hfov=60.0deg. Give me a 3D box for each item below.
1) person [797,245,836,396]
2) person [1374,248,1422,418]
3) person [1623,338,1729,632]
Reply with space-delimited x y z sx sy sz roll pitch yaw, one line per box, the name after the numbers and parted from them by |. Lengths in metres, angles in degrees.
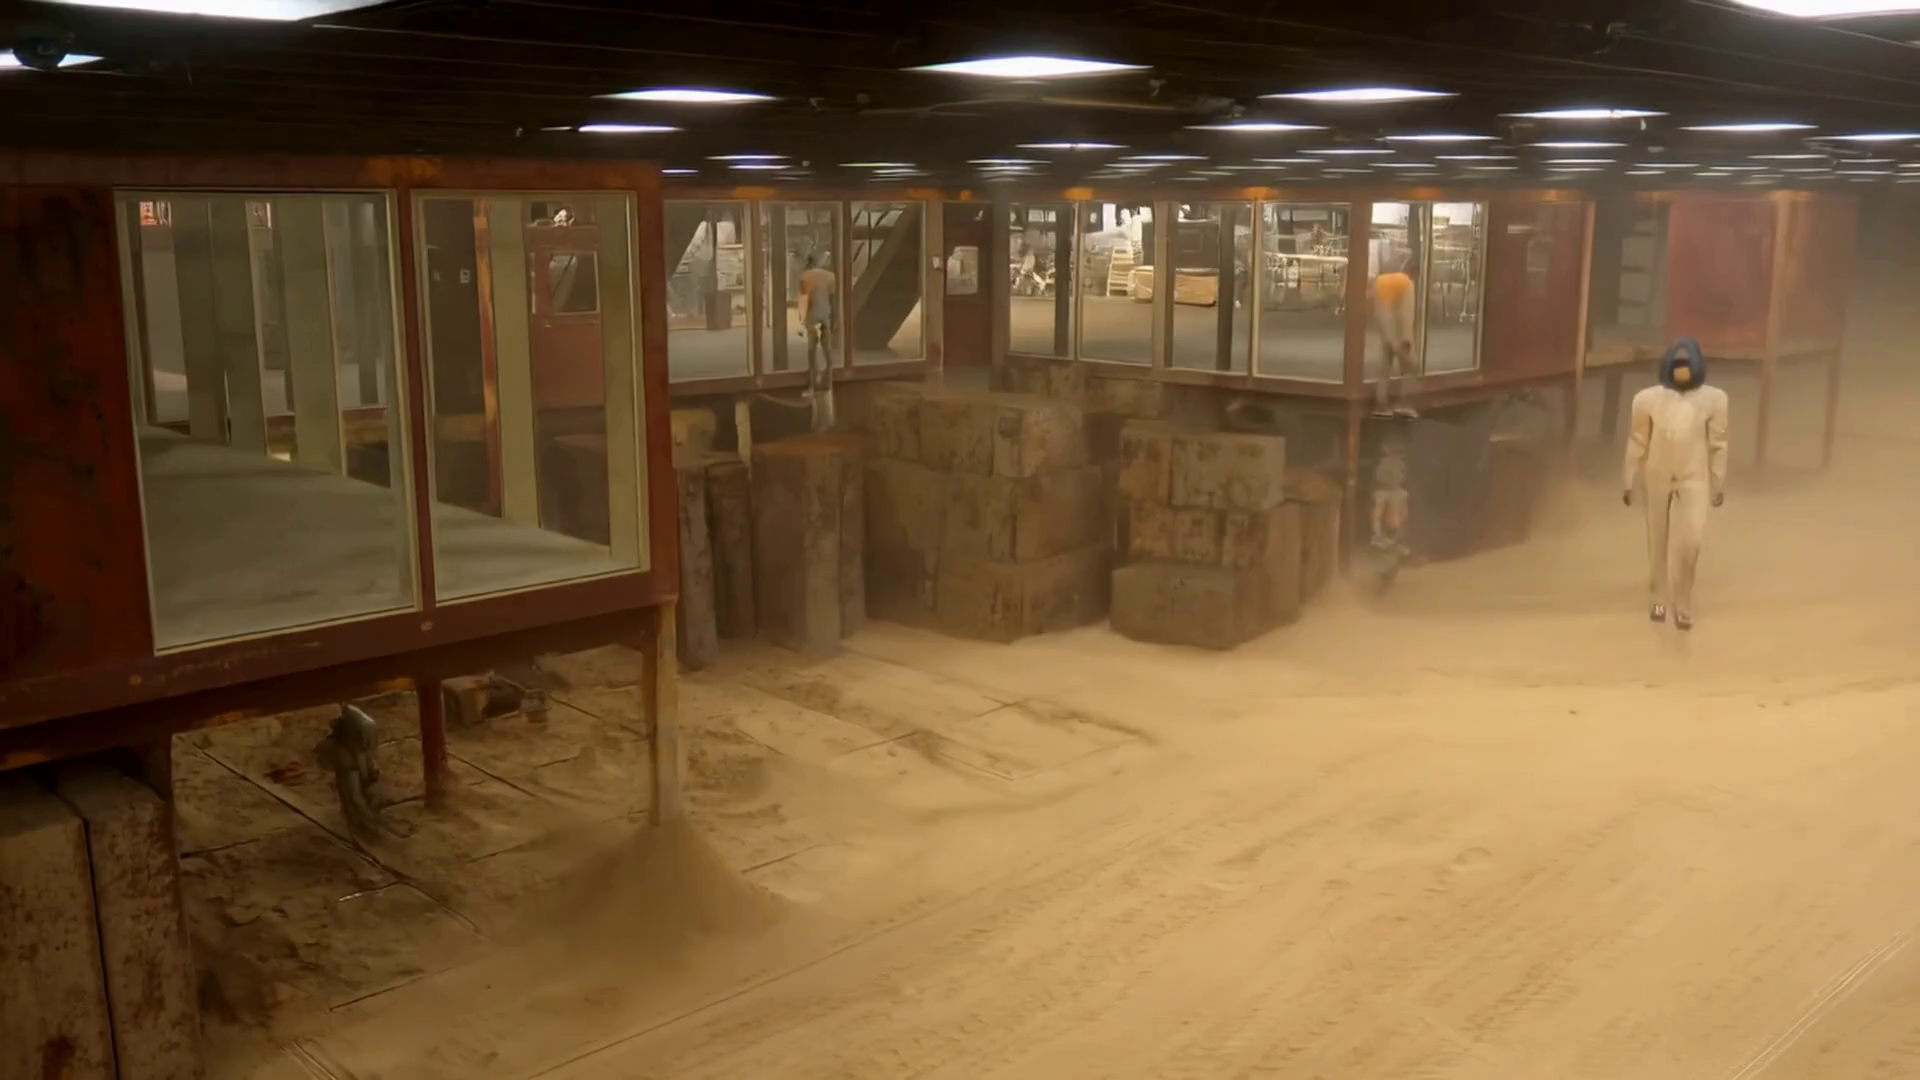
-1.789 -2.720 20.677 0.524 1.876 0.325 -7 13 -31 | person
4.907 -2.296 18.528 0.582 1.889 0.647 -5 12 -24 | person
3.947 -0.301 9.189 0.535 1.612 0.606 5 12 21 | person
